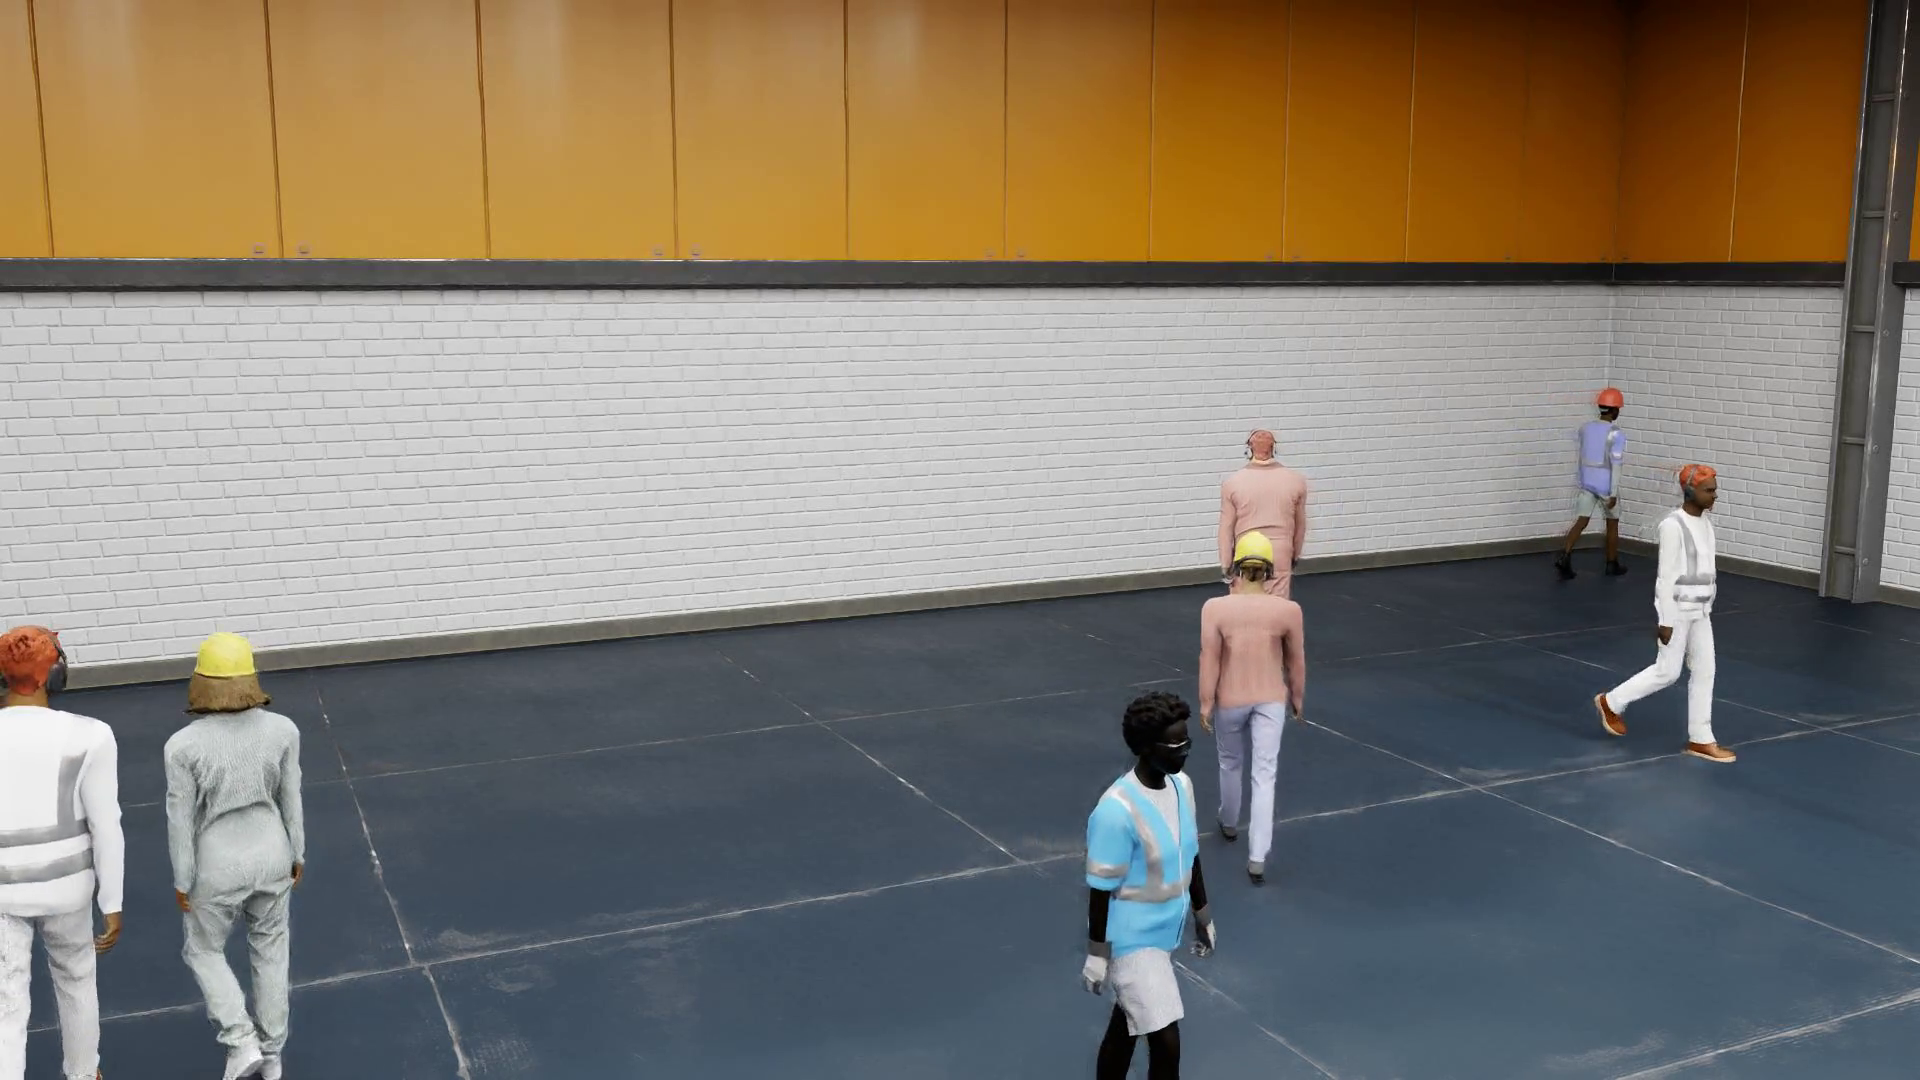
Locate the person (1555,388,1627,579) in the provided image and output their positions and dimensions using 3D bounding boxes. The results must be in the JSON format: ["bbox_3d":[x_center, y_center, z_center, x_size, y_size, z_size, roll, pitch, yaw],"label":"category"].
[{"bbox_3d":[6.289,-0.553,16.453,0.916,1.908,0.558,-6,11,-34],"label":"person"}]

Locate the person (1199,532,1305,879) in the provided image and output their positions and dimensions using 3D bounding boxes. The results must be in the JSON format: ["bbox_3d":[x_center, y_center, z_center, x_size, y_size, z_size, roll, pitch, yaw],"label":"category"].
[{"bbox_3d":[1.495,0.815,8.529,0.546,1.718,0.928,1,9,5],"label":"person"}]

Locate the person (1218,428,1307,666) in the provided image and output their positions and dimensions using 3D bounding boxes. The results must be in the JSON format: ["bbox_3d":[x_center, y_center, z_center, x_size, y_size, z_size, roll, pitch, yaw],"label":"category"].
[{"bbox_3d":[2.205,0.130,12.185,0.663,1.902,0.423,0,9,-1],"label":"person"}]

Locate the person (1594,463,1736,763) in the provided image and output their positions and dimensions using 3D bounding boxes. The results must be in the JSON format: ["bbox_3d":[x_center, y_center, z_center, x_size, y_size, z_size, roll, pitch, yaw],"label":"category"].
[{"bbox_3d":[4.482,0.434,10.459,0.583,1.858,0.818,-8,12,-40],"label":"person"}]

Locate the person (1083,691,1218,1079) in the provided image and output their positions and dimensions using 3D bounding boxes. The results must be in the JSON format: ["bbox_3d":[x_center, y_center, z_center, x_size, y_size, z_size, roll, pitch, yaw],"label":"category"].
[{"bbox_3d":[0.704,1.324,5.463,0.708,1.667,0.557,6,11,33],"label":"person"}]

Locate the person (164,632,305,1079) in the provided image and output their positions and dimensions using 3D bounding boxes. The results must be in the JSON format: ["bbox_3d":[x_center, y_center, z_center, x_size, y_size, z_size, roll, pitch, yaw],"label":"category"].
[{"bbox_3d":[-2.640,1.197,6.120,0.486,1.732,0.421,-8,12,-41],"label":"person"}]

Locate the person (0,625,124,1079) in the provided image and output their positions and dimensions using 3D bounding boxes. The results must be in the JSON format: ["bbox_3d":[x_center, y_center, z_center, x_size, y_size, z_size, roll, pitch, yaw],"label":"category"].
[{"bbox_3d":[-3.152,1.220,5.649,0.574,1.849,0.965,-3,10,-21],"label":"person"}]
